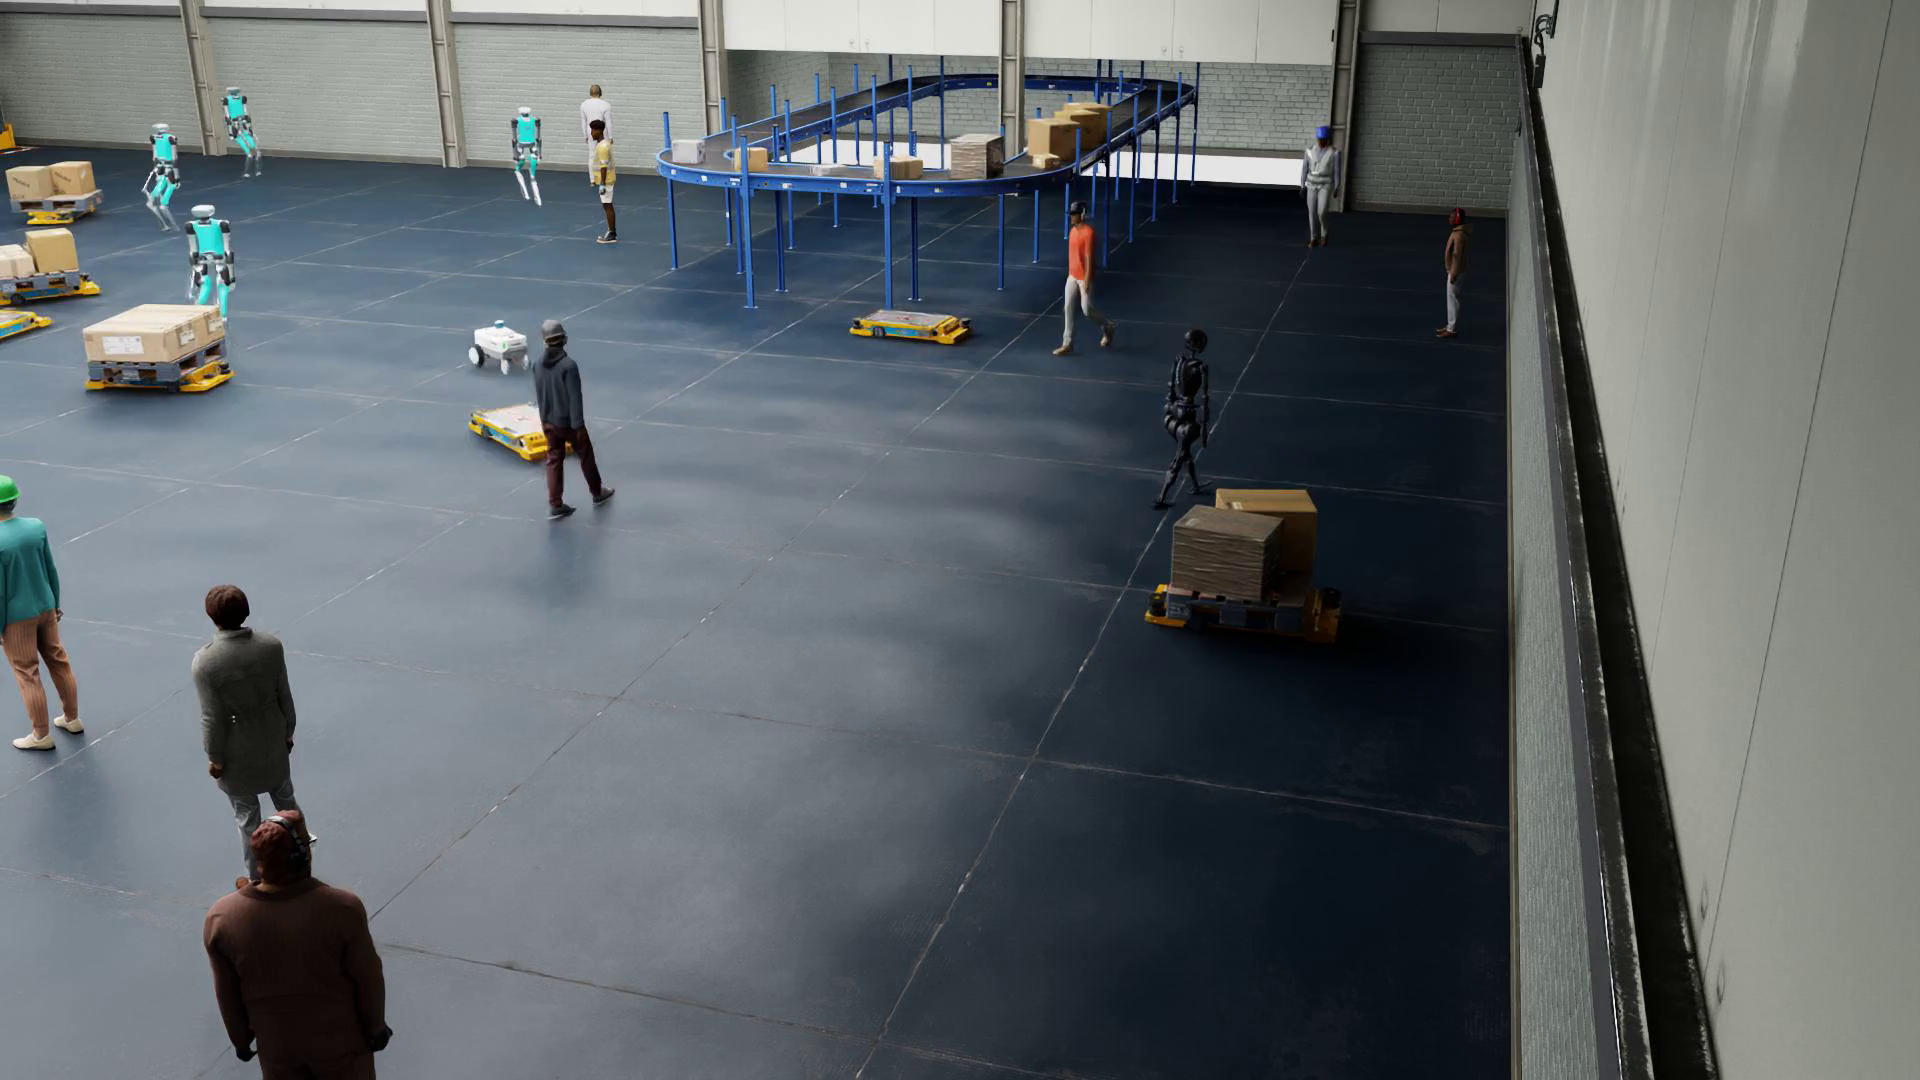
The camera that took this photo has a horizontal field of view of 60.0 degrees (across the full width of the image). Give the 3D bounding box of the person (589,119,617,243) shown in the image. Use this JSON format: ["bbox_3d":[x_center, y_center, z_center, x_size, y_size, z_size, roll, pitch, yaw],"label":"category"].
[{"bbox_3d":[-5.749,-5.804,26.888,0.373,1.959,0.602,-3,21,-8],"label":"person"}]

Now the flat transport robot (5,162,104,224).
[{"bbox_3d":[-15.670,-5.704,28.971,0.659,0.231,1.431,-3,21,-8],"label":"flat transport robot"}]

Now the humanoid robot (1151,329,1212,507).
[{"bbox_3d":[2.074,-1.125,15.198,0.779,1.618,0.610,-11,24,-27],"label":"humanoid robot"}]

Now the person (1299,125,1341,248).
[{"bbox_3d":[5.696,-5.598,26.389,0.606,1.931,0.455,13,25,31],"label":"person"}]

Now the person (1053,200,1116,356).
[{"bbox_3d":[1.526,-3.194,20.225,0.821,1.890,0.493,-14,25,-32],"label":"person"}]

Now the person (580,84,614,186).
[{"bbox_3d":[-6.989,-7.805,32.126,0.623,1.931,0.375,4,21,10],"label":"person"}]

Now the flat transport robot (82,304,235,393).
[{"bbox_3d":[-9.174,-1.895,19.091,1.431,0.231,0.659,2,21,5],"label":"flat transport robot"}]

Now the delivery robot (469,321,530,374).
[{"bbox_3d":[-5.463,-2.303,19.767,0.801,0.604,0.499,20,28,41],"label":"delivery robot"}]

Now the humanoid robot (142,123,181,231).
[{"bbox_3d":[-13.328,-5.968,27.681,0.541,1.828,0.734,8,23,20],"label":"humanoid robot"}]

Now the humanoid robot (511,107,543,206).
[{"bbox_3d":[-7.900,-6.986,30.263,0.540,1.767,0.922,-11,23,-26],"label":"humanoid robot"}]

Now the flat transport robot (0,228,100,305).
[{"bbox_3d":[-12.913,-3.511,23.284,1.431,0.231,0.659,-15,26,-34],"label":"flat transport robot"}]

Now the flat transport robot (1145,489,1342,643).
[{"bbox_3d":[2.191,0.520,12.829,1.431,0.231,0.659,6,22,15],"label":"flat transport robot"}]

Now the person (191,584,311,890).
[{"bbox_3d":[-3.902,1.106,9.140,0.363,1.830,0.517,18,27,38],"label":"person"}]

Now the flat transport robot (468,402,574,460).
[{"bbox_3d":[-4.450,-1.126,17.099,0.659,0.231,1.431,-17,27,-36],"label":"flat transport robot"}]

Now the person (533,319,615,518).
[{"bbox_3d":[-3.502,-1.120,14.997,0.591,1.766,0.821,11,24,26],"label":"person"}]

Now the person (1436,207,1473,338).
[{"bbox_3d":[6.264,-3.377,21.023,0.312,1.647,0.471,5,22,13],"label":"person"}]

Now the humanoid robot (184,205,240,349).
[{"bbox_3d":[-9.182,-3.143,20.305,0.543,1.775,0.808,-1,21,-1],"label":"humanoid robot"}]

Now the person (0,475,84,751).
[{"bbox_3d":[-6.048,0.462,10.750,0.349,1.872,0.526,8,22,19],"label":"person"}]

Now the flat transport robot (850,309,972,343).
[{"bbox_3d":[-0.622,-2.726,21.247,1.431,0.231,0.659,8,23,20],"label":"flat transport robot"}]

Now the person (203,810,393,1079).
[{"bbox_3d":[-2.651,1.972,6.796,0.641,1.904,0.404,-2,21,-4],"label":"person"}]

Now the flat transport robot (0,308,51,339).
[{"bbox_3d":[-12.336,-2.679,21.125,0.659,0.231,1.431,4,21,10],"label":"flat transport robot"}]

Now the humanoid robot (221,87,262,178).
[{"bbox_3d":[-14.207,-8.089,33.103,0.741,1.771,0.534,13,25,31],"label":"humanoid robot"}]
